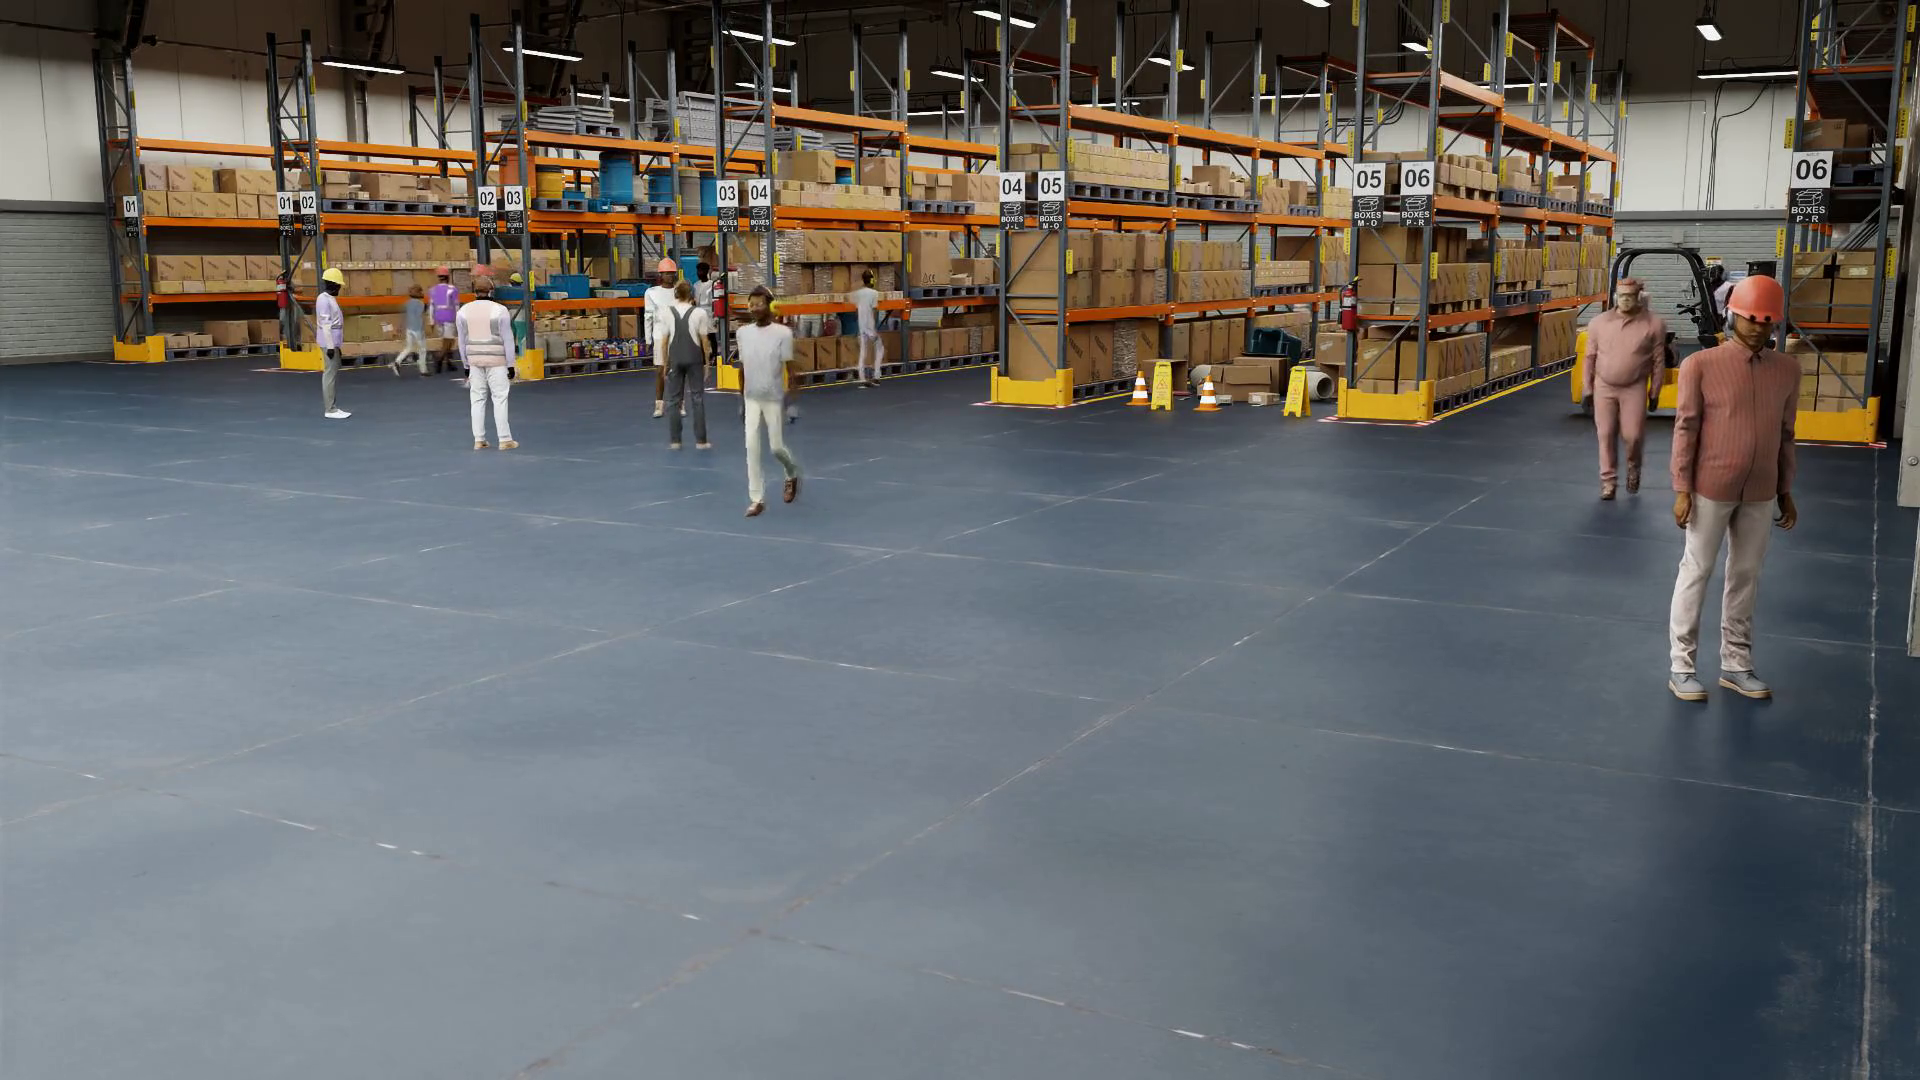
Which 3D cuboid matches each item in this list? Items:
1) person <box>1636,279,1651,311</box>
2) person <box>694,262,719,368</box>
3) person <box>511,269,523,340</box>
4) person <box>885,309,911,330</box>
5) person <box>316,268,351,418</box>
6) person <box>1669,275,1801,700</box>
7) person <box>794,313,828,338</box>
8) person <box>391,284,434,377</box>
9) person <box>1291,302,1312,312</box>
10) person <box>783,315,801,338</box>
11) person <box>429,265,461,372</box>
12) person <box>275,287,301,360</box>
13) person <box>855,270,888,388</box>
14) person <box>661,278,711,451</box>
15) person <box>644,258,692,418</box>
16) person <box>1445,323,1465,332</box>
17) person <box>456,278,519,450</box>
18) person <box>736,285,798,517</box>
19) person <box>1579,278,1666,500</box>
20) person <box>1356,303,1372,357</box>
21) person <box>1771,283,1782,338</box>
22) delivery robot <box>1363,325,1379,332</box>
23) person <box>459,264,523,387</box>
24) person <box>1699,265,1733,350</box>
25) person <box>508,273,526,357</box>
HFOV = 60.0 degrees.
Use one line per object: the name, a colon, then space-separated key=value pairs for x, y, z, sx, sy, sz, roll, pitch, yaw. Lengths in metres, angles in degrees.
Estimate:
person: x=13.943 y=-4.565 z=34.255 sx=0.510 sy=1.599 sz=0.814 roll=6 pitch=11 yaw=30
person: x=-4.723 y=-4.179 z=30.931 sx=0.609 sy=1.963 sz=0.367 roll=6 pitch=12 yaw=33
person: x=-8.622 y=-4.390 z=32.588 sx=0.535 sy=1.832 sz=0.953 roll=5 pitch=11 yaw=25
person: x=-1.216 y=-4.311 z=32.286 sx=0.532 sy=1.767 sz=0.328 roll=3 pitch=10 yaw=20
person: x=-8.048 y=-2.520 z=21.354 sx=0.384 sy=1.917 sz=0.584 roll=-2 pitch=10 yaw=-13
person: x=3.626 y=-0.234 z=7.773 sx=0.611 sy=1.985 sz=0.393 roll=-1 pitch=10 yaw=-7
person: x=-2.643 y=-3.919 z=29.530 sx=0.633 sy=1.932 sz=0.373 roll=0 pitch=10 yaw=3
person: x=-9.384 y=-3.569 z=28.421 sx=0.511 sy=1.609 sz=0.687 roll=7 pitch=12 yaw=35
person: x=7.715 y=-5.112 z=37.402 sx=0.514 sy=1.618 sz=0.563 roll=6 pitch=11 yaw=30
person: x=-2.984 y=-4.046 z=30.663 sx=0.624 sy=1.781 sz=0.924 roll=4 pitch=11 yaw=23
person: x=-9.202 y=-3.925 z=29.616 sx=0.546 sy=1.915 sz=0.773 roll=3 pitch=10 yaw=15
person: x=-13.408 y=-4.419 z=33.361 sx=0.715 sy=1.610 sz=0.500 roll=-8 pitch=12 yaw=-38
person: x=-1.390 y=-3.323 z=26.223 sx=0.531 sy=1.848 sz=0.687 roll=8 pitch=12 yaw=38
person: x=-2.912 y=-1.864 z=17.730 sx=0.514 sy=1.842 sz=0.328 roll=0 pitch=10 yaw=2
person: x=-3.743 y=-2.591 z=21.387 sx=0.614 sy=2.047 sz=0.359 roll=-1 pitch=10 yaw=-8
person: x=10.318 y=-4.793 z=34.719 sx=0.573 sy=1.886 sz=0.964 roll=-1 pitch=10 yaw=-8
person: x=-5.056 y=-1.882 z=17.856 sx=0.624 sy=1.840 sz=0.429 roll=2 pitch=10 yaw=10
person: x=-1.556 y=-1.142 z=13.502 sx=0.518 sy=1.851 sz=0.771 roll=3 pitch=10 yaw=15
person: x=5.618 y=-1.279 z=14.154 sx=0.652 sy=1.890 sz=0.453 roll=5 pitch=11 yaw=29
person: x=8.166 y=-4.625 z=33.678 sx=0.549 sy=1.917 sz=0.808 roll=4 pitch=10 yaw=22
person: x=14.202 y=-3.872 z=29.301 sx=0.407 sy=1.908 sz=0.641 roll=-9 pitch=13 yaw=-42
delivery robot: x=9.371 y=-4.630 z=37.415 sx=0.707 sy=0.478 sz=0.477 roll=-2 pitch=10 yaw=-11
person: x=-7.466 y=-3.408 z=26.450 sx=0.978 sy=1.963 sz=0.602 roll=-4 pitch=10 yaw=-22
person: x=14.330 y=-4.269 z=31.626 sx=0.556 sy=1.900 sz=0.631 roll=-8 pitch=13 yaw=-40
person: x=-7.990 y=-3.928 z=30.038 sx=0.523 sy=1.769 sz=0.321 roll=4 pitch=11 yaw=24
